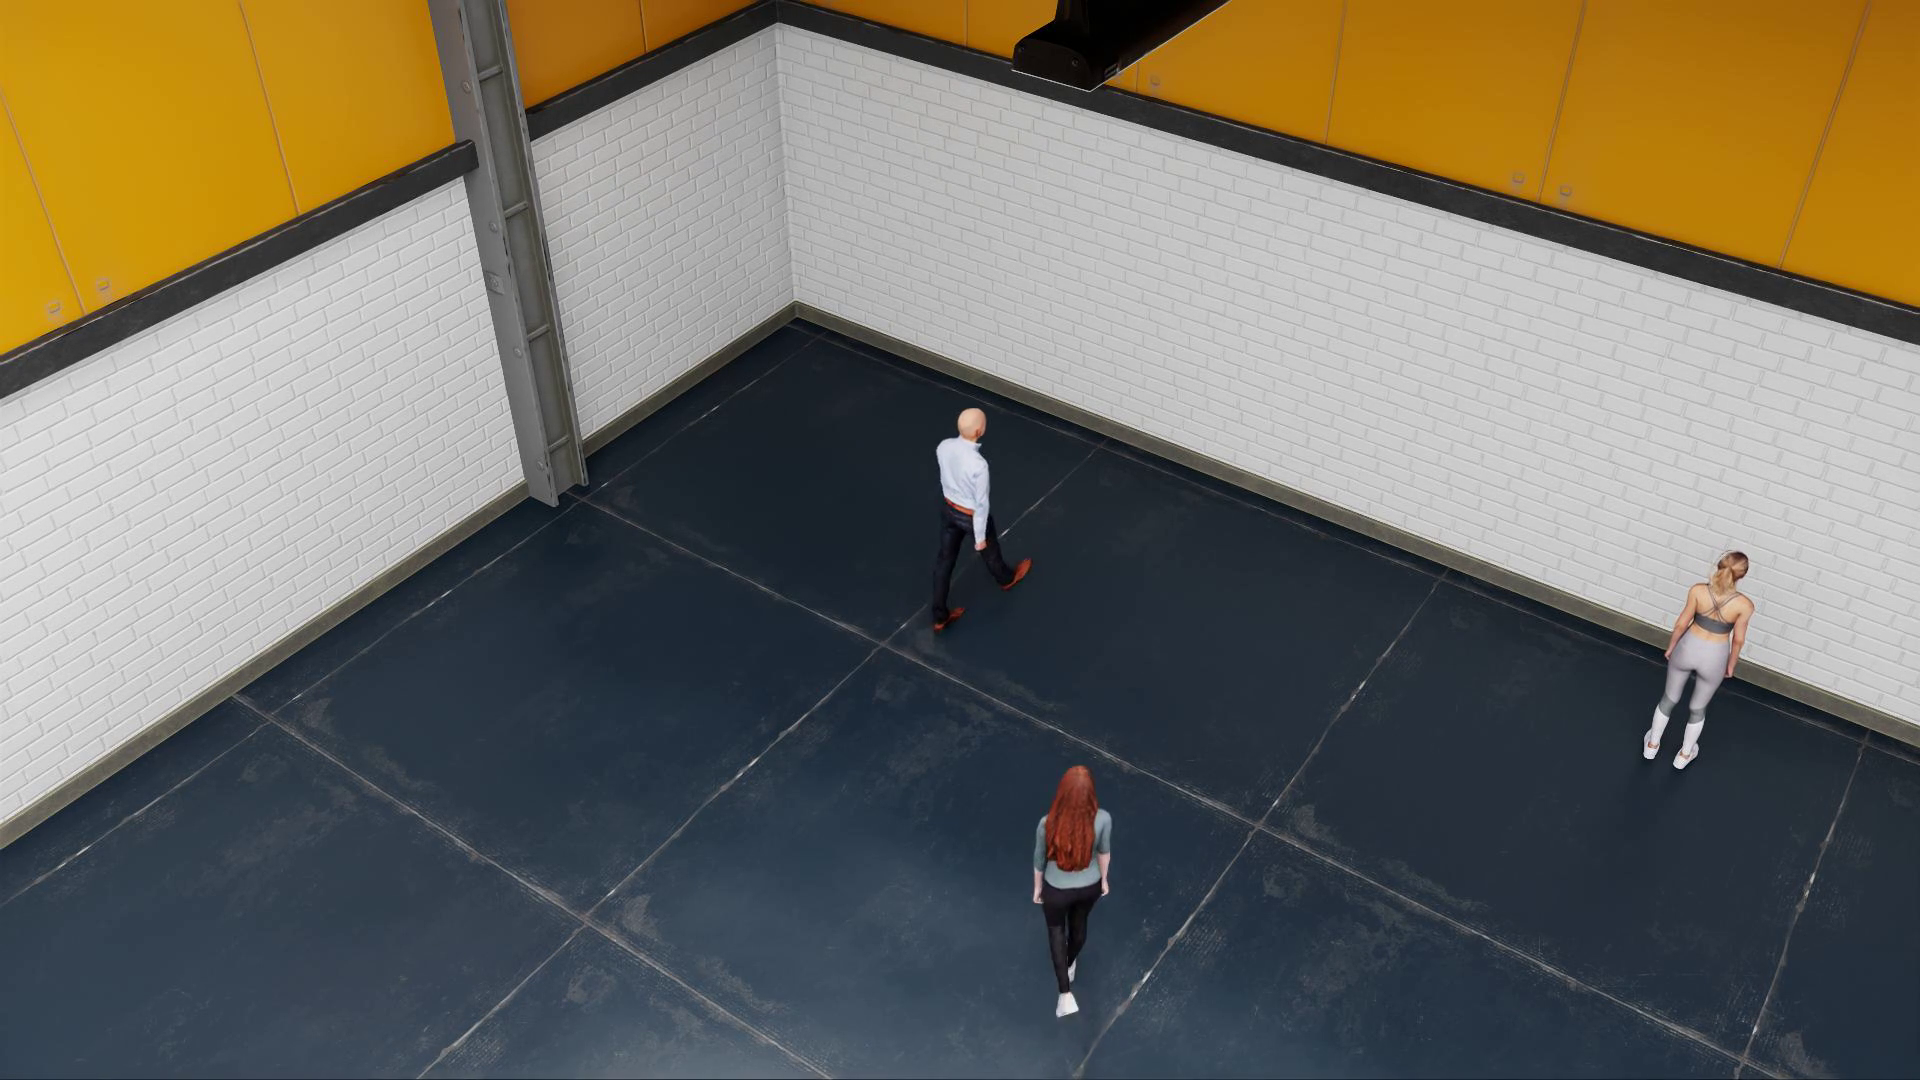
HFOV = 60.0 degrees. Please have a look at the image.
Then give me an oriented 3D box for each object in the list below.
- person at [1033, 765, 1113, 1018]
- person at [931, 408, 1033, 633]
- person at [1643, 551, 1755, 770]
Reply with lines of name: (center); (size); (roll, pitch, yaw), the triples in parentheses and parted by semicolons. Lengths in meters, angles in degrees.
person: (0.617, 1.948, 9.054); (0.899, 1.729, 1.003); (-2, 39, -2)
person: (-0.024, -0.099, 11.606); (0.784, 1.743, 1.206); (31, 48, 33)
person: (4.700, 0.753, 10.571); (0.574, 1.702, 0.523); (21, 43, 24)
